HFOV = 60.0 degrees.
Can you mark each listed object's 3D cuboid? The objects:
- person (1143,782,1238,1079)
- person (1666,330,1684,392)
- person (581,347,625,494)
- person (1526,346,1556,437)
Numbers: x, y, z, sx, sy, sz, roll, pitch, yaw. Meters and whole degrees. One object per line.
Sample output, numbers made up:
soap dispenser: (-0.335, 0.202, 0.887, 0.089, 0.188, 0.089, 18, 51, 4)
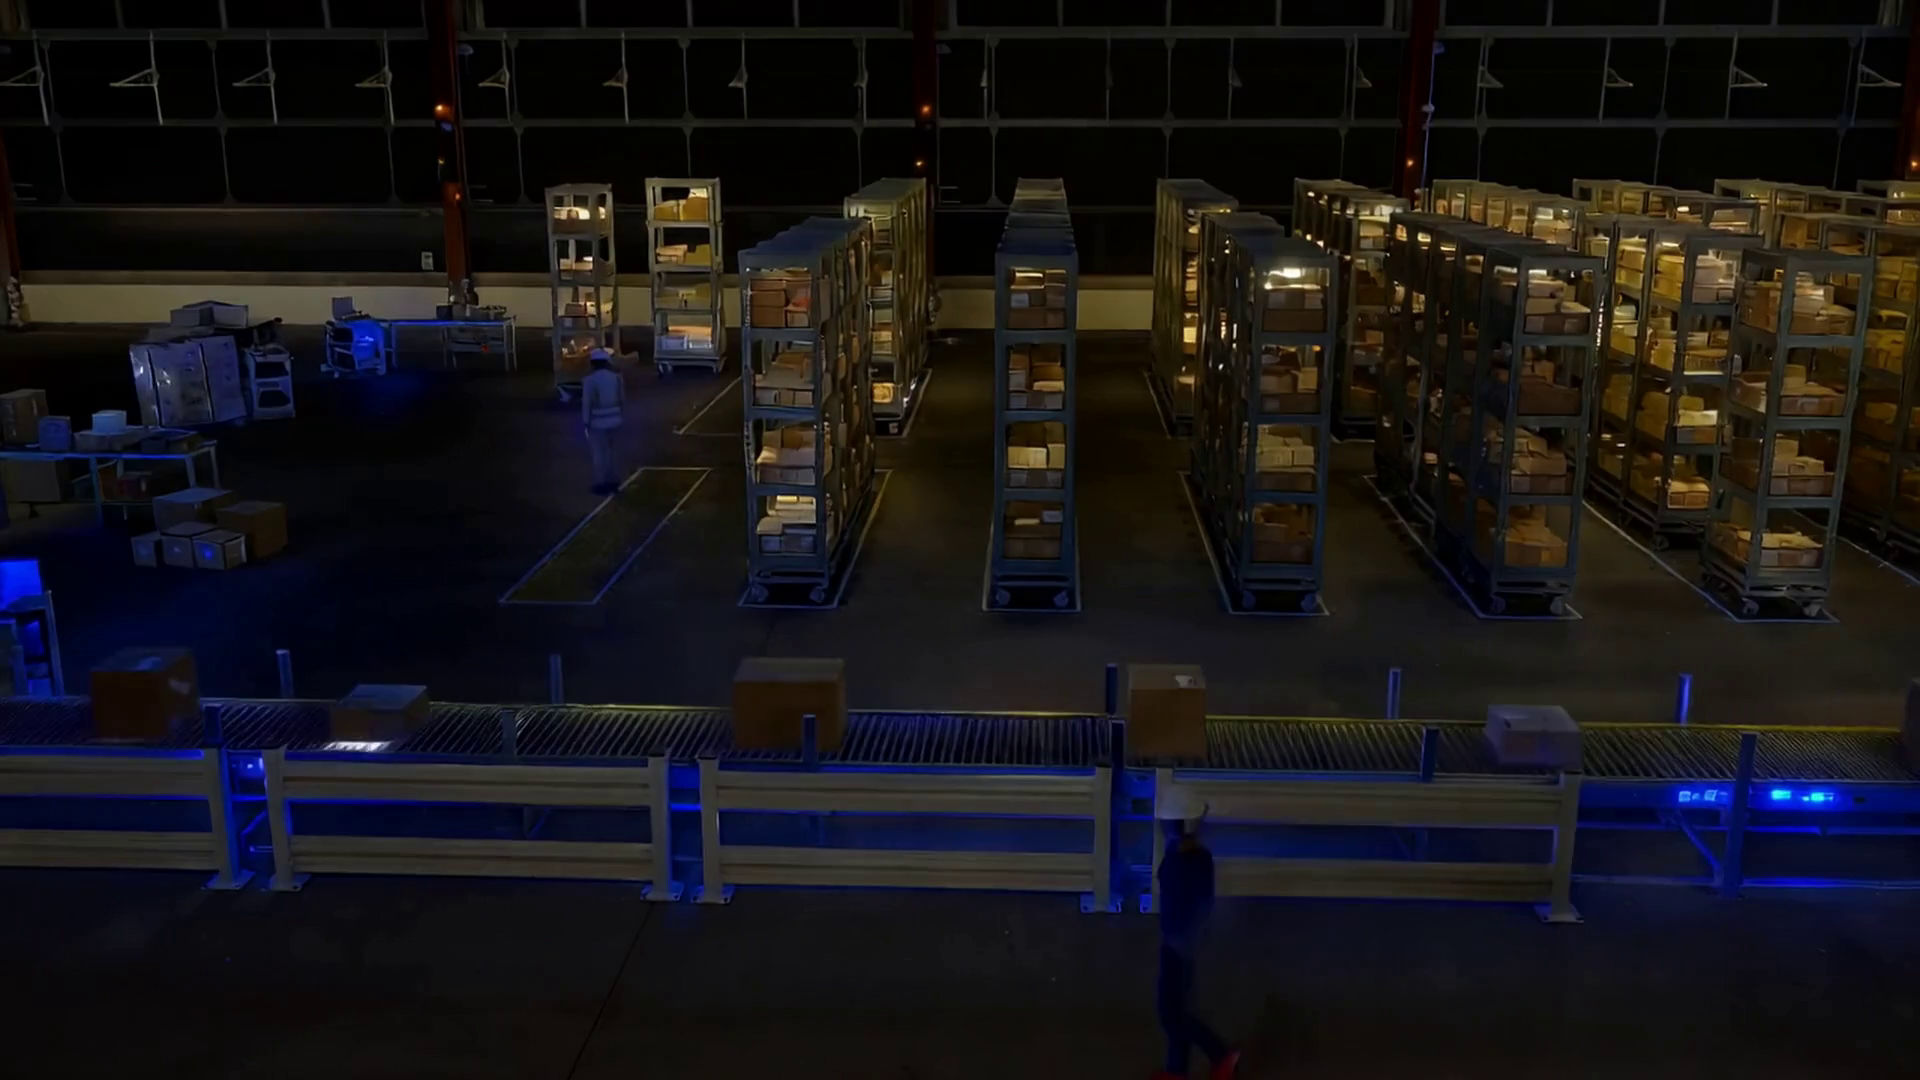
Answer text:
person: (1.162, 2.067, 8.544, 0.419, 1.750, 0.539, -3, 15, -12)
person: (10.304, -2.175, 24.213, 0.985, 1.802, 0.564, 4, 16, 14)
person: (-4.651, -1.541, 21.612, 0.652, 1.925, 0.489, -14, 20, -42)
person: (8.542, -2.250, 24.457, 0.509, 1.809, 0.612, -2, 15, -6)
